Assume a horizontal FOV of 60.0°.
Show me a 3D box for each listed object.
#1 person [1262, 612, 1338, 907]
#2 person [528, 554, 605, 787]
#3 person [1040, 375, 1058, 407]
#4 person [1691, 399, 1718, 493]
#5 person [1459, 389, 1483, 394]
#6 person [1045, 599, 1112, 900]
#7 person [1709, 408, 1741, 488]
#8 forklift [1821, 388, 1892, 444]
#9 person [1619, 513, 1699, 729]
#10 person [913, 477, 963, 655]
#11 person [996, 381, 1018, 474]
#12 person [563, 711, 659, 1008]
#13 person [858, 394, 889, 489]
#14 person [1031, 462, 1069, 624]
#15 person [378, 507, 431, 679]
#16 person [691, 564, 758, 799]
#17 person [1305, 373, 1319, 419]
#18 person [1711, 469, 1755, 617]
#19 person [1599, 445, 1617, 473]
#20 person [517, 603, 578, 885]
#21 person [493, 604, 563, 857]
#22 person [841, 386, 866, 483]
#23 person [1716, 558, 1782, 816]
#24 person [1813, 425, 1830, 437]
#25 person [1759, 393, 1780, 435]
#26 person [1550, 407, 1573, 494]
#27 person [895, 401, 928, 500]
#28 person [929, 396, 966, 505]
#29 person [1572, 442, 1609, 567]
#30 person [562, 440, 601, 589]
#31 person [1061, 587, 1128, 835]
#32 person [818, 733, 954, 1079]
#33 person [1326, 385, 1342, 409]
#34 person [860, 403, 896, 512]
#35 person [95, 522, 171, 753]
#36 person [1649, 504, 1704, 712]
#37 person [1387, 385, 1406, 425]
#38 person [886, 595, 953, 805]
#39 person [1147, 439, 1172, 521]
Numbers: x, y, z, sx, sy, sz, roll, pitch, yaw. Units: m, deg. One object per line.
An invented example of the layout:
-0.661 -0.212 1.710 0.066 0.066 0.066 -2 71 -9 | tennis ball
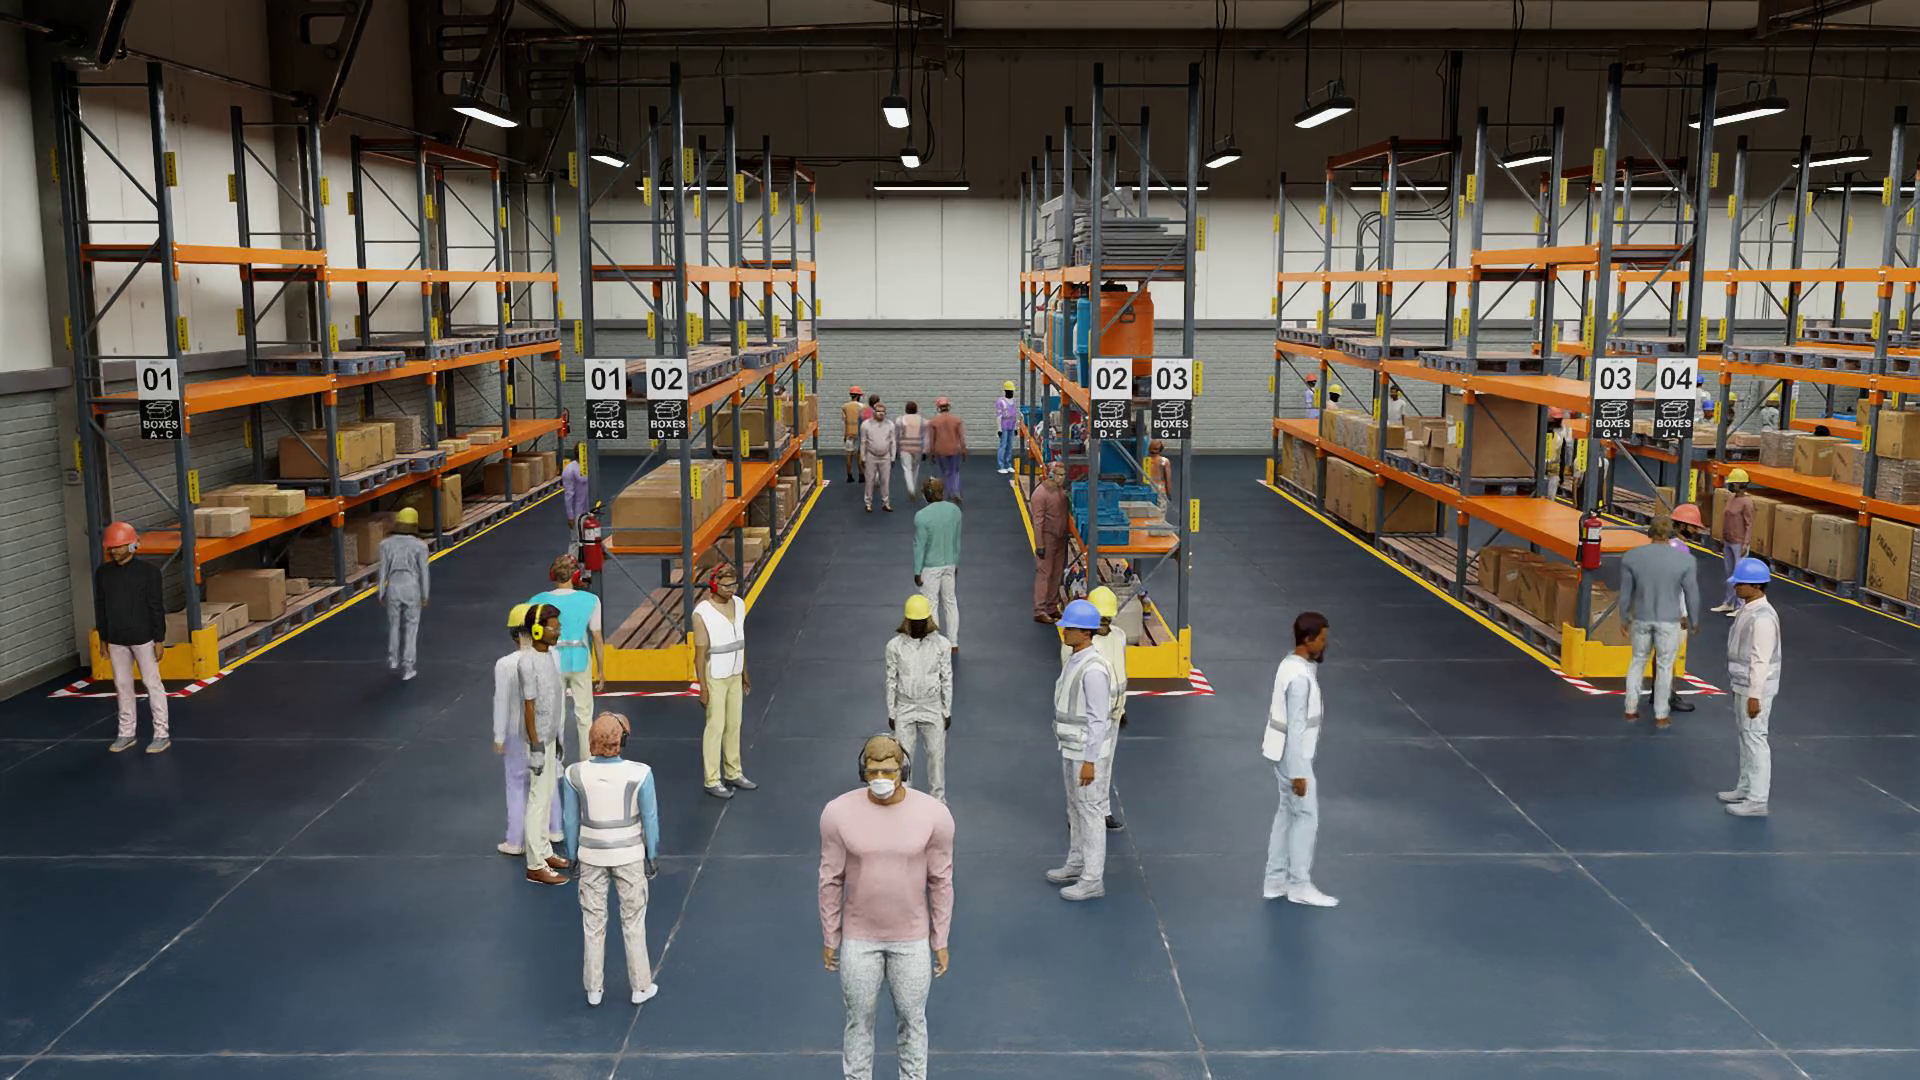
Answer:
2.188 1.397 10.630 0.515 1.902 0.622 1 9 7 | person
-3.095 1.034 13.115 0.568 1.843 0.374 -1 9 -5 | person
1.964 -2.785 37.209 0.375 1.995 0.609 -6 10 -32 | person
12.951 -1.473 28.915 0.601 1.948 0.386 3 9 18 | person
11.493 -2.799 37.478 0.544 1.939 0.354 0 9 -3 | person
0.789 1.342 10.795 0.377 1.950 0.612 -2 9 -11 | person
13.079 -1.338 28.425 0.544 1.841 0.801 1 9 4 | person
20.072 -3.110 36.462 1.873 2.768 1.129 0 9 0 | forklift
6.222 0.721 14.858 0.655 1.934 0.406 7 11 36 | person
-0.243 0.291 17.632 0.630 1.933 0.364 -7 11 -39 | person
1.004 -2.341 34.570 0.382 1.924 0.594 8 12 40 | person
-1.911 1.755 9.137 0.517 1.639 0.313 0 9 1 | person
-1.620 -1.873 31.853 0.662 1.835 0.432 3 9 19 | person
1.089 0.023 19.481 0.401 1.894 0.652 6 11 34 | person
-5.581 0.534 16.732 0.505 1.713 0.467 0 9 -2 | person
-1.850 1.082 12.871 0.411 1.831 0.569 5 10 28 | person
7.889 -2.783 37.372 0.355 1.940 0.542 8 12 41 | person
9.229 0.032 19.820 0.311 1.768 0.533 -1 9 -5 | person
13.458 -2.176 34.512 0.538 1.611 0.530 -2 9 -10 | person
-2.756 1.341 11.070 0.329 1.871 0.510 0 9 0 | person
-3.017 1.316 11.592 0.359 1.753 0.553 9 12 44 | person
-2.069 -2.091 32.958 0.542 1.928 0.374 3 9 21 | person
5.916 1.091 12.475 0.420 1.939 0.603 2 9 15 | person
13.739 -0.990 26.615 0.318 1.697 0.535 3 9 21 | person
16.380 -2.101 33.642 0.325 1.740 0.493 -2 9 -14 | person
10.051 -1.339 28.187 0.546 1.913 0.773 0 9 -1 | person
-0.895 -1.643 30.485 0.620 1.812 0.888 -2 9 -15 | person
-0.234 -1.562 29.485 0.646 1.959 0.474 -1 9 -8 | person
8.803 -0.541 23.249 0.510 1.846 0.341 -1 9 -7 | person
-4.907 -0.341 21.663 0.355 1.938 0.636 4 10 23 | person
0.989 1.229 11.925 0.600 1.823 0.403 -8 12 -40 | person
-0.341 1.834 7.678 0.630 1.940 0.370 0 9 0 | person
7.481 -2.166 33.474 0.381 1.917 0.585 1 9 5 | person
-1.409 -1.417 28.729 0.643 1.901 0.396 -2 9 -15 | person
-7.003 0.824 14.038 0.611 1.985 0.415 1 9 8 | person
6.683 0.623 15.500 0.374 1.928 0.542 1 9 3 | person
8.988 -2.275 34.376 0.327 1.861 0.507 -7 11 -39 | person
-0.293 1.248 12.104 0.486 1.736 0.320 0 9 -1 | person
2.920 -0.683 24.822 0.514 1.640 0.310 6 11 34 | person
